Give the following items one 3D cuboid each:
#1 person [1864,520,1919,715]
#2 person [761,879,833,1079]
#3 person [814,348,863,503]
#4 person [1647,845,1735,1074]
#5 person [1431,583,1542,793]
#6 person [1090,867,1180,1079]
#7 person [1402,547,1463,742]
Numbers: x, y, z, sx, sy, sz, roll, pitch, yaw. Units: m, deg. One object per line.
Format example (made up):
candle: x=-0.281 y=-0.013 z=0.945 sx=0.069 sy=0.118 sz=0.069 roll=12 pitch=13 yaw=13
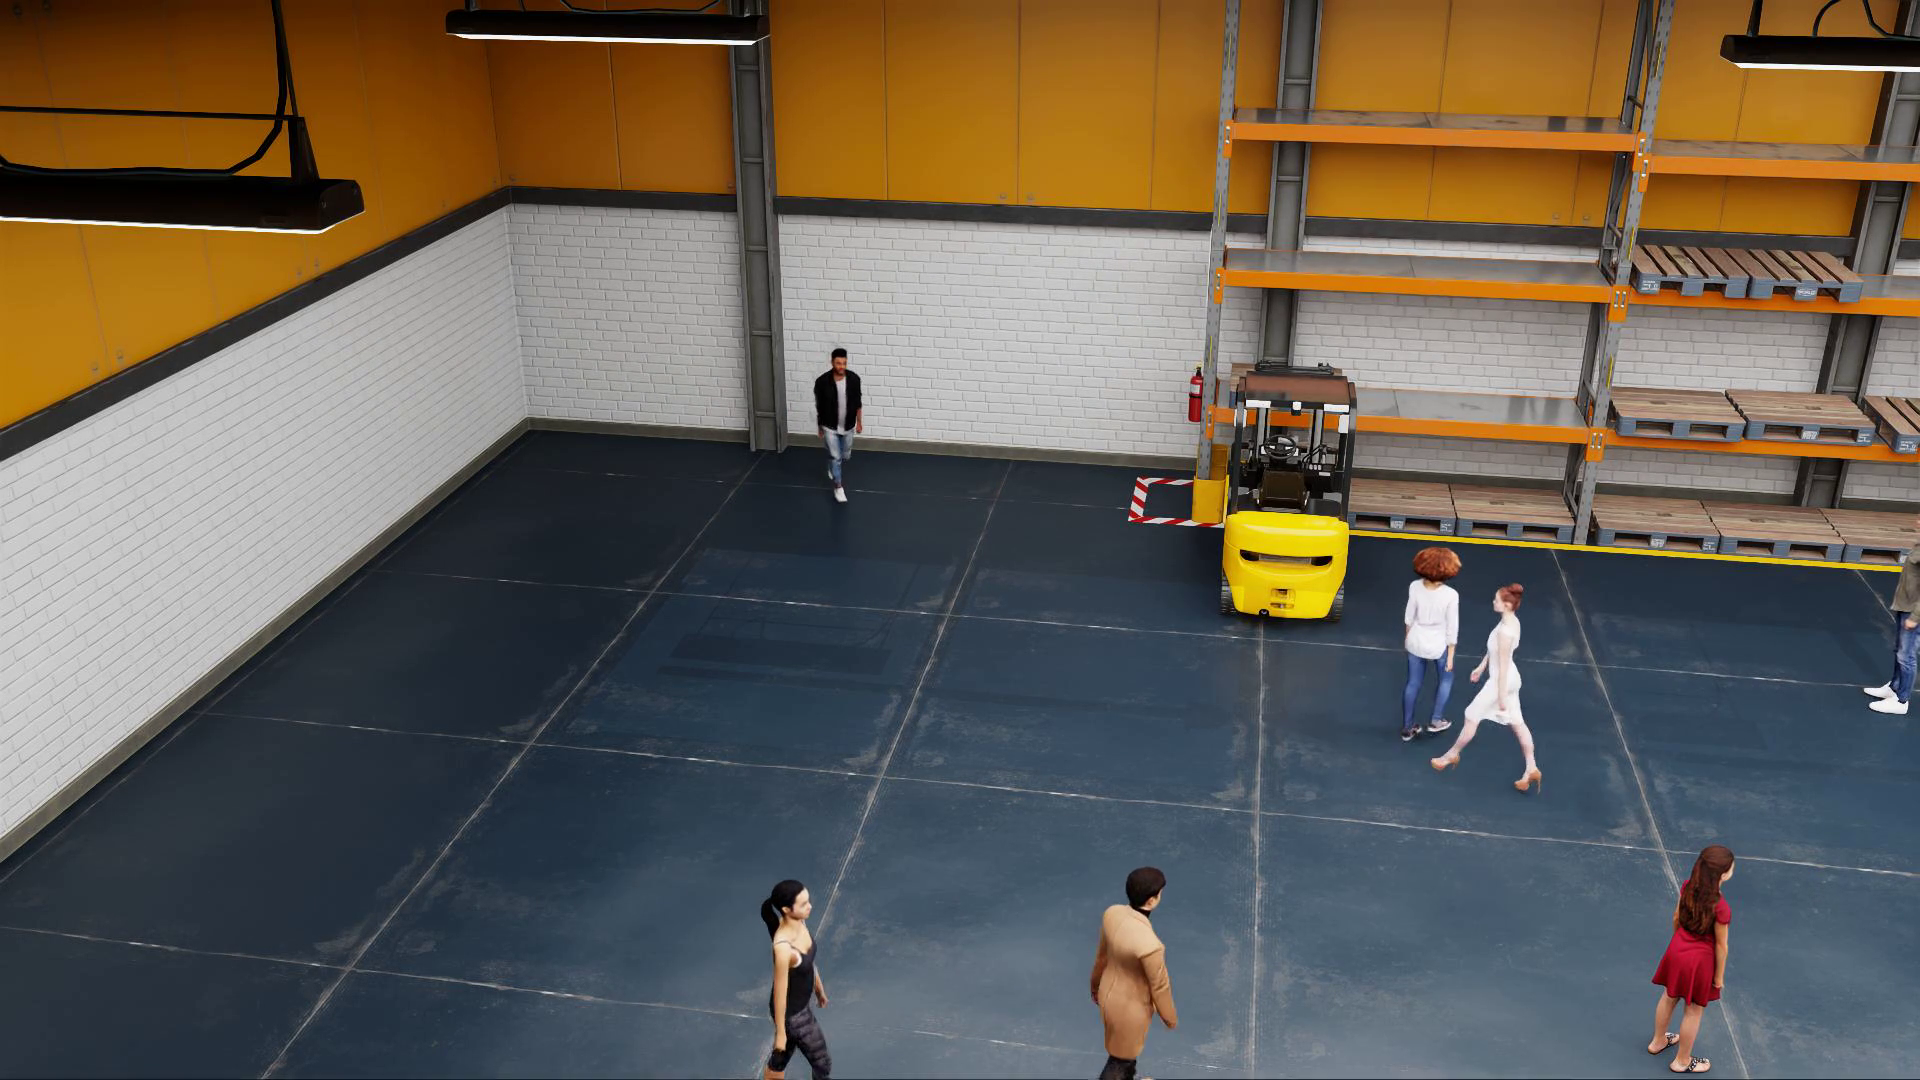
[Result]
person: x=8.104 y=0.591 z=14.103 sx=0.632 sy=1.864 sz=0.743 roll=8 pitch=25 yaw=18
person: x=-1.050 y=2.682 z=9.509 sx=0.864 sy=1.713 sz=0.641 roll=2 pitch=24 yaw=4
person: x=-1.411 y=-1.340 z=18.653 sx=1.080 sy=1.759 sz=1.052 roll=-8 pitch=25 yaw=-17
person: x=4.452 y=2.519 z=10.080 sx=0.733 sy=1.554 sz=0.674 roll=-10 pitch=26 yaw=-22
person: x=4.299 y=1.184 z=12.903 sx=1.138 sy=1.739 sz=0.802 roll=12 pitch=26 yaw=25
person: x=0.879 y=2.671 z=9.543 sx=0.909 sy=1.705 sz=0.840 roll=-10 pitch=25 yaw=-21
person: x=3.811 y=0.880 z=13.644 sx=0.826 sy=1.702 sz=0.891 roll=19 pitch=30 yaw=36
